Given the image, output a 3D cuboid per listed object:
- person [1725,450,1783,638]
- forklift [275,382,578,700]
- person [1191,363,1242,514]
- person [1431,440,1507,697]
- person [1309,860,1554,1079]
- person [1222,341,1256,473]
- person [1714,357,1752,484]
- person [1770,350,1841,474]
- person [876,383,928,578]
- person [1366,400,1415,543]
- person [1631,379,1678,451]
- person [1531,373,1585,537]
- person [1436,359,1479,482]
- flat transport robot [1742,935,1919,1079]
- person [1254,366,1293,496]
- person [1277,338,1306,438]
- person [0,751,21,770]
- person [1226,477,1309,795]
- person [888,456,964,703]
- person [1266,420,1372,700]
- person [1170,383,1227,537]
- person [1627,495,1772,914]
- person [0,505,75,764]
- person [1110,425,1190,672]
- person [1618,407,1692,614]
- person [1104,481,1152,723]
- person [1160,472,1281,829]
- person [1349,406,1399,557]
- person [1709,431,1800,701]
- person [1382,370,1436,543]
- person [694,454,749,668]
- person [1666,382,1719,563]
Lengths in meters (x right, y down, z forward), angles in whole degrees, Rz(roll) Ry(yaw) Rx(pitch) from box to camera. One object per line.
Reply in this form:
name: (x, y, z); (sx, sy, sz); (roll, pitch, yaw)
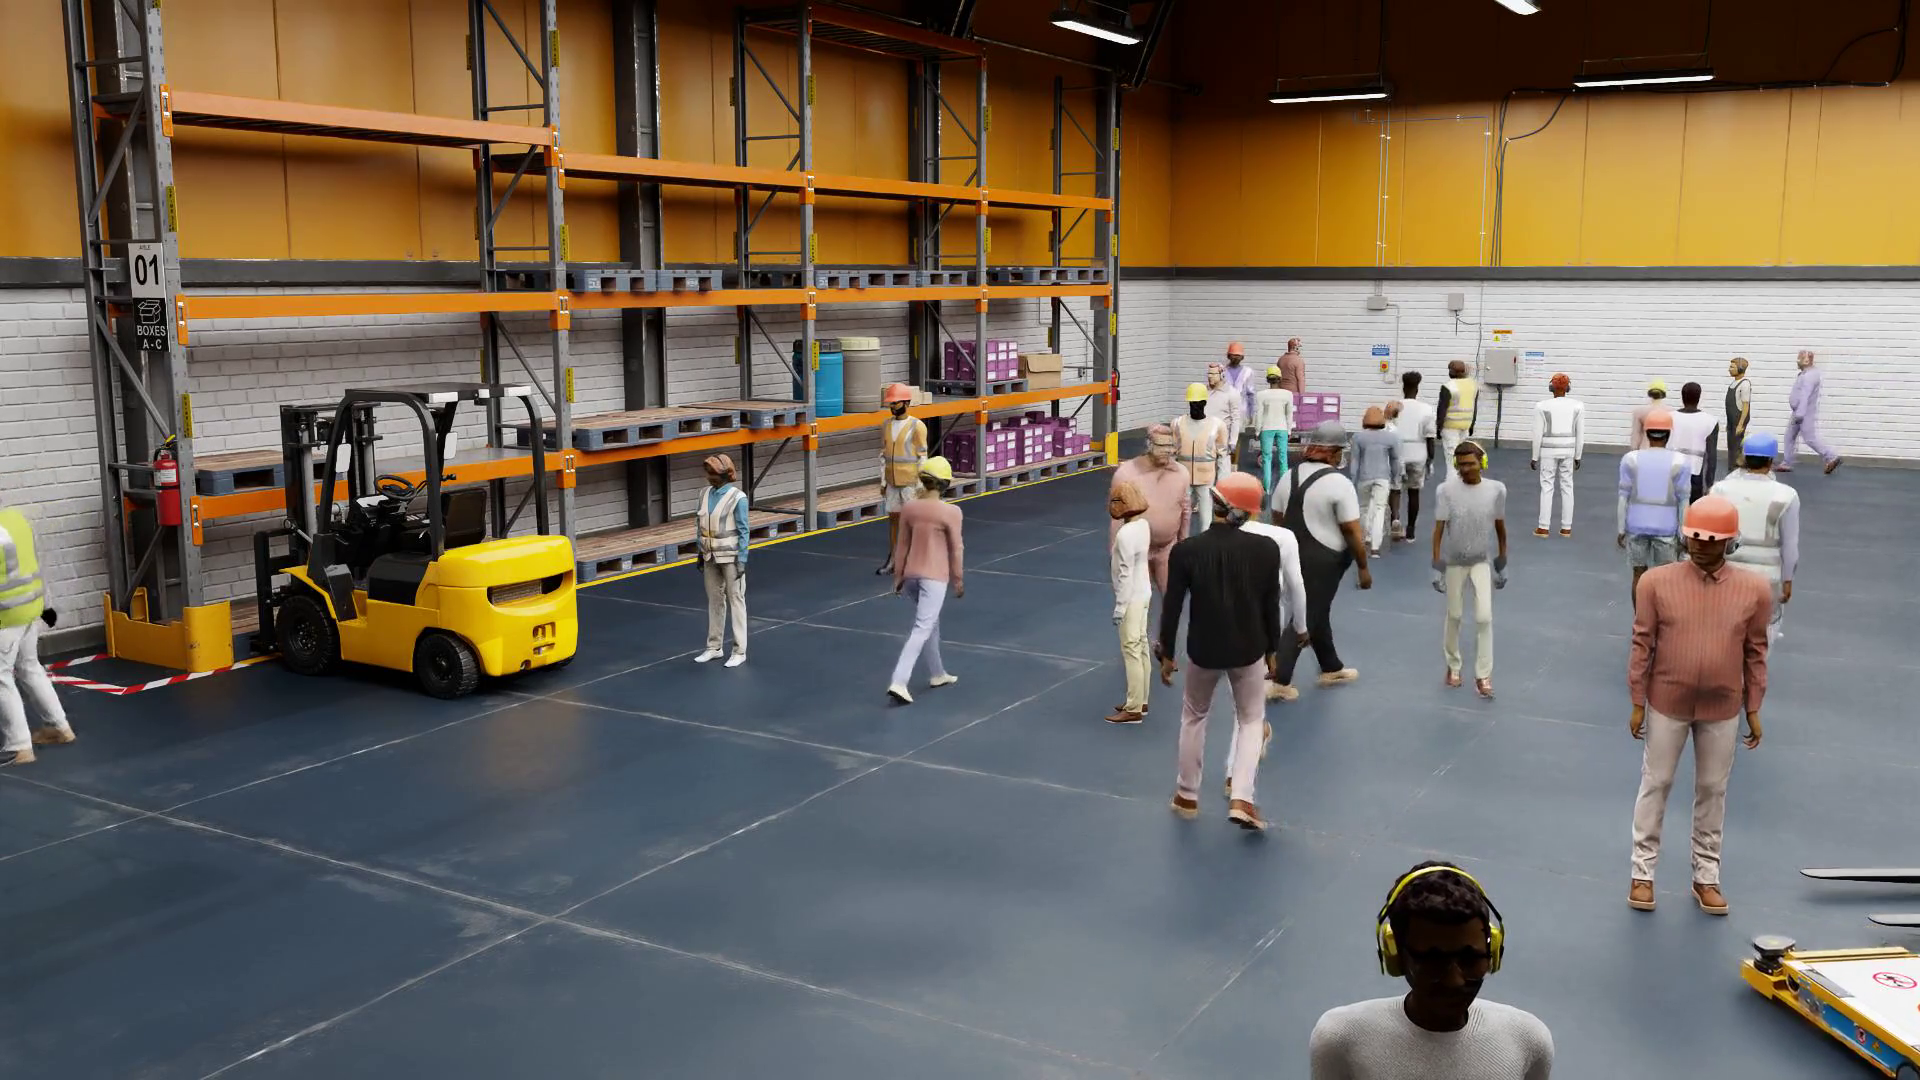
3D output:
person: (6.604, -0.064, 13.979); (0.487, 1.685, 0.939); (-4, 10, -22)
forklift: (-3.974, -0.067, 12.417); (2.313, 2.155, 1.214); (5, 11, 30)
person: (3.156, -1.249, 20.685); (0.639, 1.910, 0.407); (7, 12, 38)
person: (3.655, 0.205, 11.896); (0.534, 1.818, 0.807); (2, 9, 11)
person: (0.936, 1.548, 3.351); (0.514, 1.870, 0.328); (-1, 9, -4)
person: (3.999, -1.899, 24.345); (0.643, 2.031, 0.474); (1, 9, 4)
person: (10.843, -1.629, 23.254); (0.345, 1.847, 0.504); (1, 9, 6)
person: (12.751, -1.919, 24.979); (0.875, 1.875, 0.644); (3, 9, 17)
person: (-0.581, -0.588, 16.467); (0.546, 1.939, 0.375); (7, 11, 36)
person: (4.814, -0.752, 18.520); (0.779, 1.602, 0.525); (0, 9, -2)
person: (8.399, -1.069, 20.090); (0.533, 1.742, 0.743); (5, 10, 29)
person: (6.803, -0.960, 18.961); (0.573, 1.883, 0.356); (0, 9, 2)
person: (6.804, -1.564, 22.883); (0.651, 1.832, 0.448); (-5, 10, -27)
flat transport robot: (3.710, 1.863, 6.354); (0.652, 0.197, 1.431); (-1, 9, -7)
person: (4.240, -1.474, 22.541); (0.526, 1.765, 0.330); (-1, 9, -6)
person: (5.715, -2.505, 28.528); (0.408, 1.908, 0.644); (-5, 10, -28)
person: (-6.003, 0.521, 10.019); (0.557, 1.792, 0.598); (-5, 11, -30)
person: (1.737, 0.525, 9.859); (0.587, 1.813, 1.033); (5, 10, 27)
person: (-0.278, 0.271, 11.783); (0.520, 1.718, 0.883); (8, 12, 39)
person: (2.515, 0.100, 11.854); (1.034, 2.000, 0.690); (-5, 10, -27)
person: (2.361, -0.610, 16.633); (0.586, 1.928, 0.380); (4, 10, 21)
person: (3.461, 0.771, 7.817); (0.613, 1.991, 0.392); (2, 9, 13)
person: (-5.866, 0.482, 10.219); (0.453, 1.813, 0.688); (-1, 9, -9)
person: (1.431, 0.078, 12.487); (0.669, 1.884, 0.524); (-2, 9, -12)
person: (5.617, -0.107, 13.510); (0.545, 1.926, 0.546); (5, 10, 28)
person: (1.133, 0.415, 11.154); (0.284, 1.633, 0.498); (4, 10, 21)
person: (1.404, 0.602, 8.981); (0.662, 1.956, 0.644); (1, 9, 8)
person: (4.439, -0.637, 17.858); (0.518, 1.584, 0.872); (2, 9, 12)
person: (5.447, 0.215, 11.488); (0.609, 1.932, 0.476); (7, 12, 38)
person: (4.950, -0.907, 18.432); (0.621, 1.943, 0.659); (3, 9, 16)
person: (-1.821, 0.154, 12.763); (0.514, 1.640, 0.310); (7, 11, 36)
person: (7.513, -0.690, 17.251); (0.614, 1.888, 0.818); (4, 10, 25)
